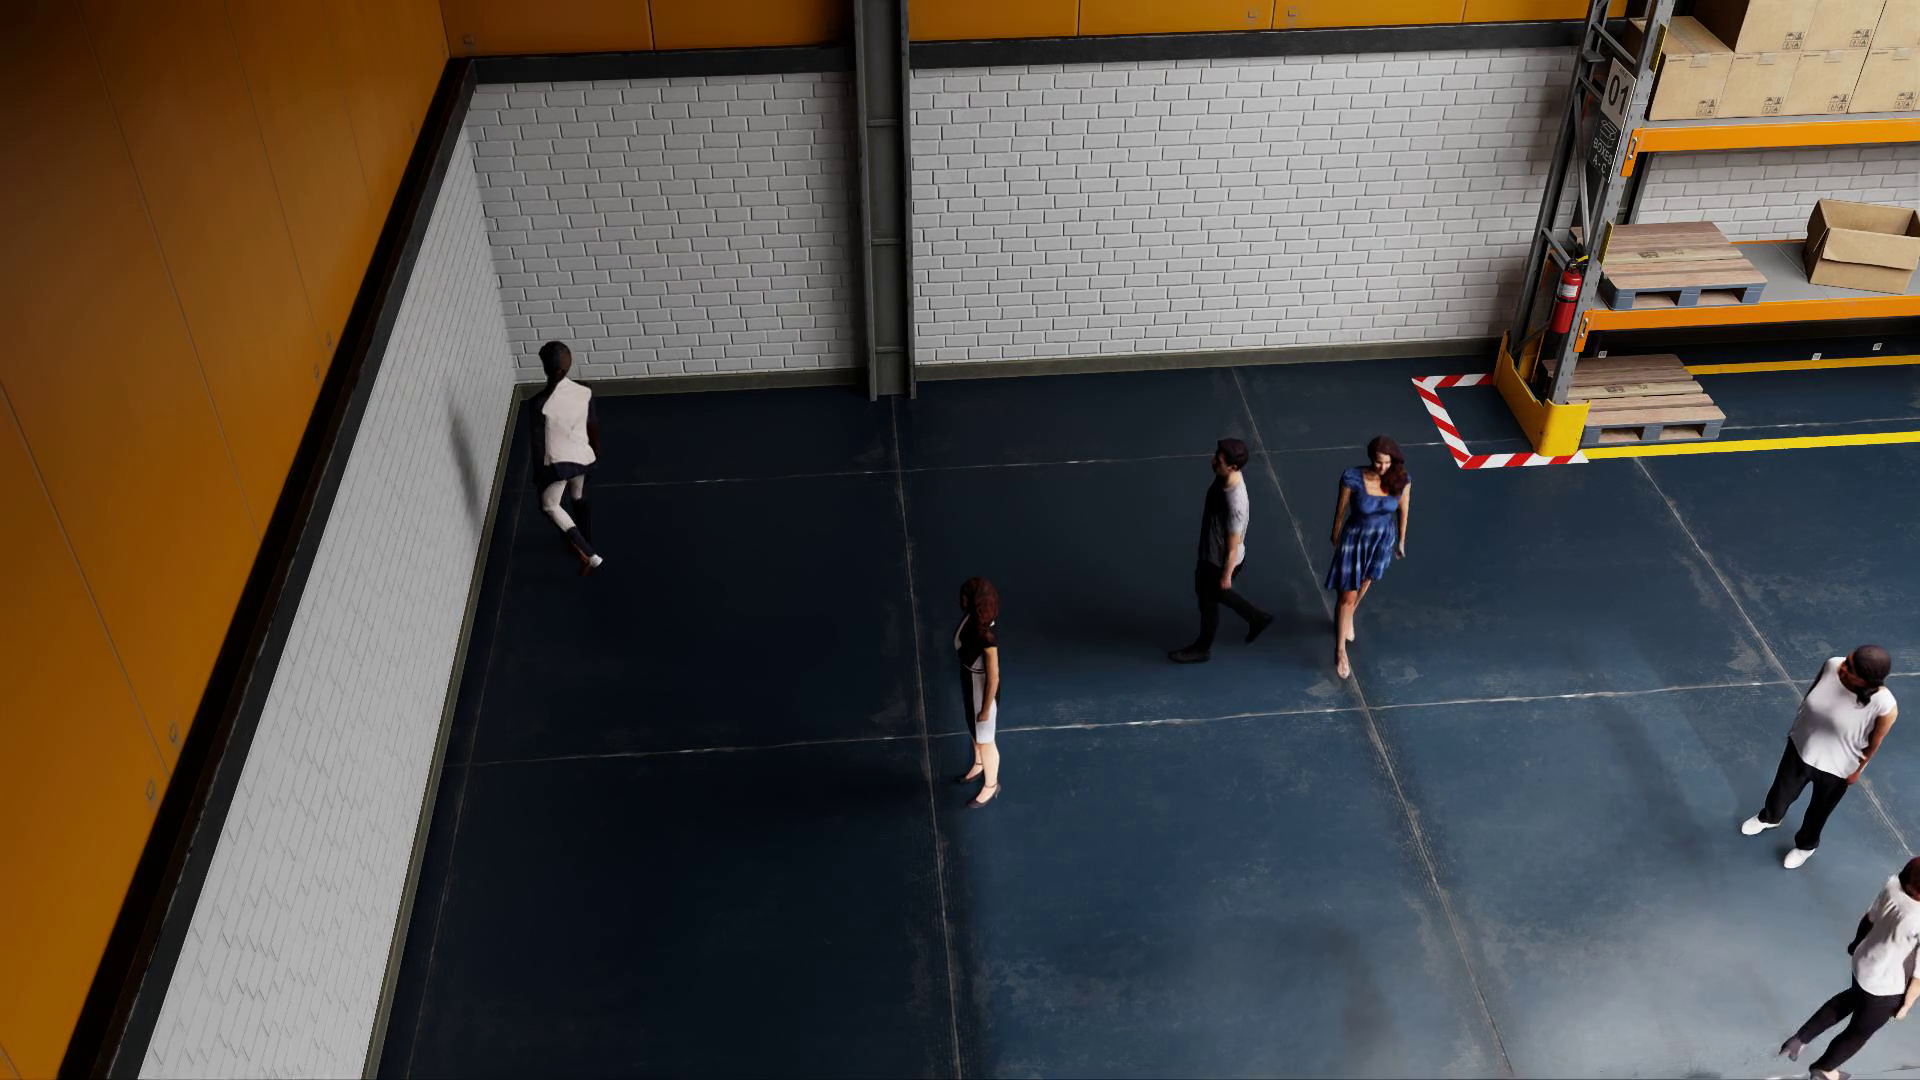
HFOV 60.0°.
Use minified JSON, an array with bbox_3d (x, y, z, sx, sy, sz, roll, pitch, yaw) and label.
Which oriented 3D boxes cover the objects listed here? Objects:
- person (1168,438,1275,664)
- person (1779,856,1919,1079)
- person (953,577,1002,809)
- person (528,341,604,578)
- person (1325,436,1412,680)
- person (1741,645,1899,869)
[{"bbox_3d":[1.826,0.117,11.127,0.956,1.807,0.715,-1,39,-1],"label":"person"},{"bbox_3d":[4.598,2.237,8.490,0.690,1.785,0.622,-5,39,-6],"label":"person"},{"bbox_3d":[0.117,0.926,10.124,0.535,1.795,0.602,-8,39,-10],"label":"person"},{"bbox_3d":[-2.783,-0.530,11.878,1.019,1.880,1.065,-31,48,-33],"label":"person"},{"bbox_3d":[2.726,-0.001,11.293,0.811,1.785,0.706,-4,39,-5],"label":"person"},{"bbox_3d":[5.113,1.237,9.821,0.728,1.685,0.735,-17,41,-20],"label":"person"}]
